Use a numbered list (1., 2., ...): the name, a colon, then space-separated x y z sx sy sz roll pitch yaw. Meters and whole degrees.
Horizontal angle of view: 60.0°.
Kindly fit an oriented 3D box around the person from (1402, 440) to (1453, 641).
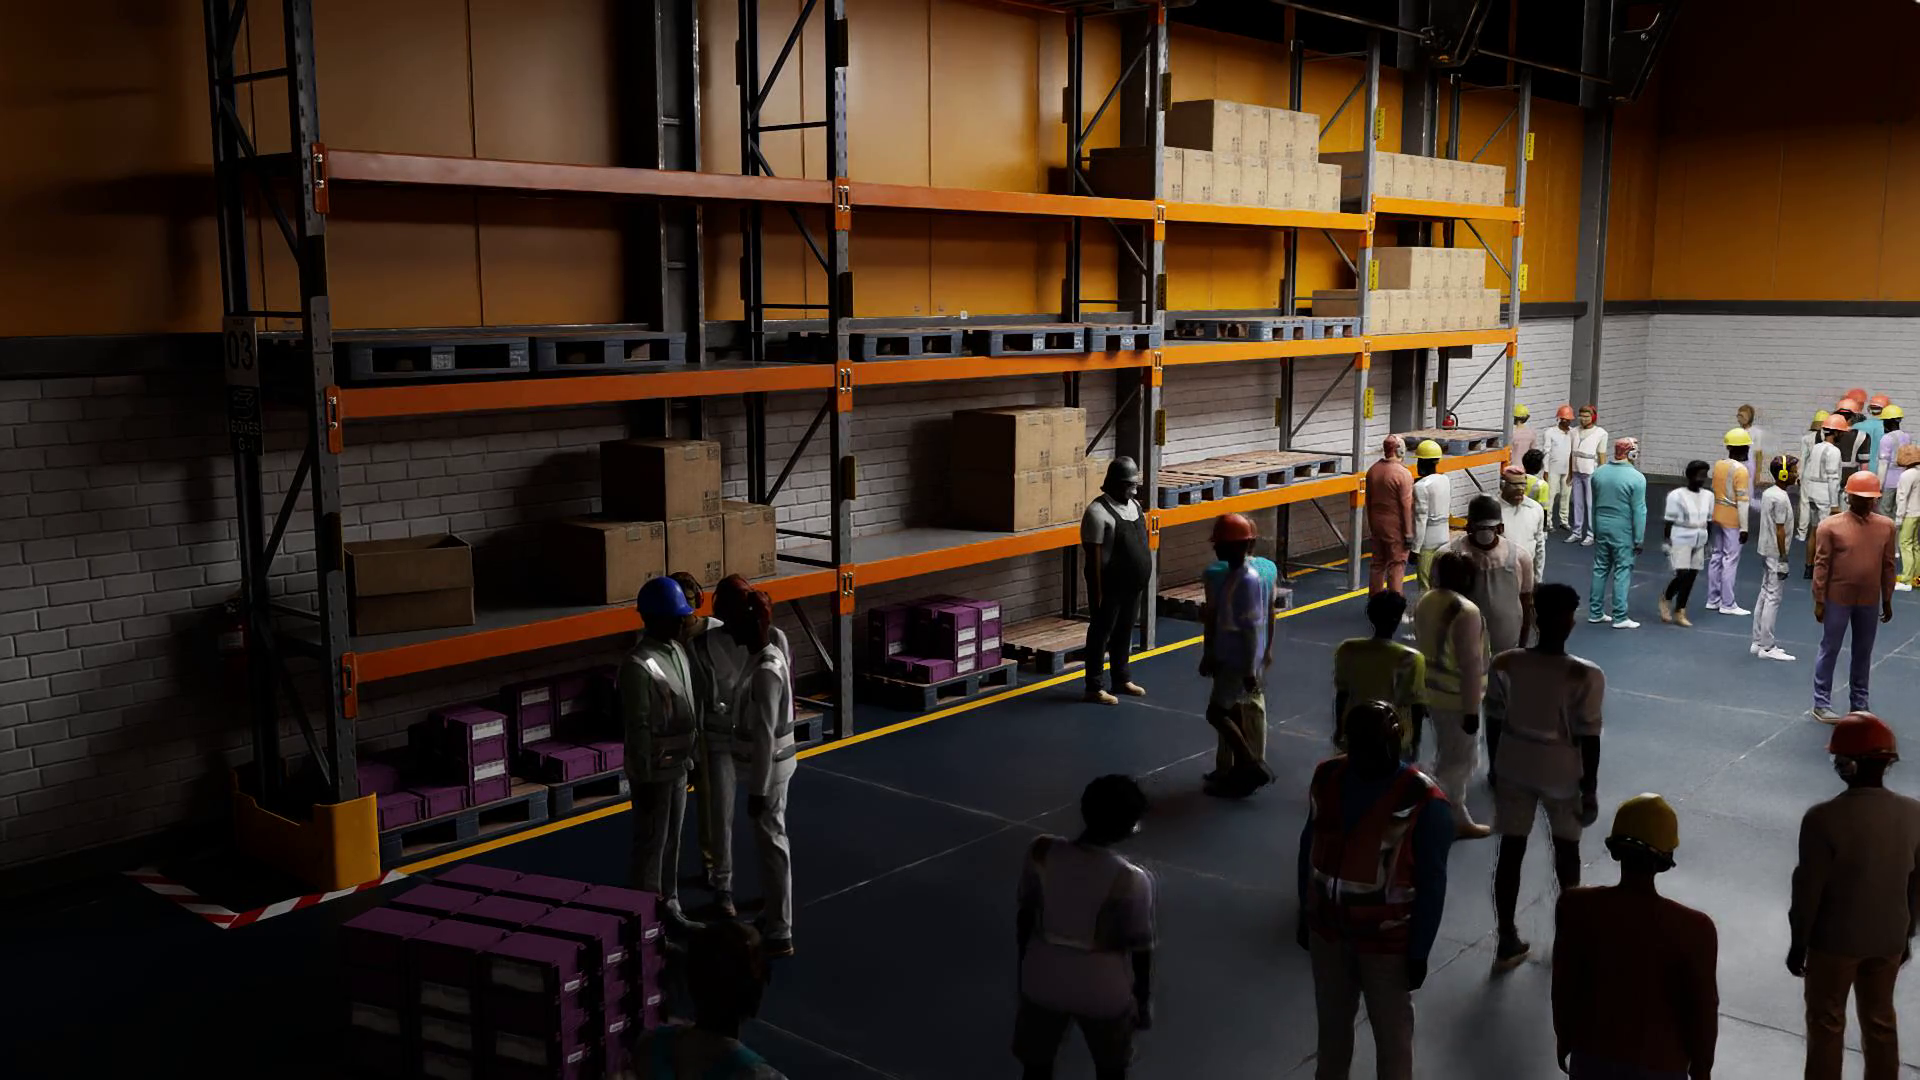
1. person: 4.455 0.013 15.855 0.381 1.928 0.587 9 12 44

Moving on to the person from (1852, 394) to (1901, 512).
1. person: 11.748 -0.876 21.384 0.621 1.989 0.398 8 12 41

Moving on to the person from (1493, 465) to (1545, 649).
1. person: 4.620 0.315 14.011 0.645 1.900 0.399 -1 9 -7

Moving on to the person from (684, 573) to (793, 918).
1. person: -1.192 1.107 8.997 0.589 1.866 0.347 -2 9 -16

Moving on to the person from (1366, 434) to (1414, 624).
1. person: 4.359 -0.114 16.728 0.407 1.913 0.641 -4 10 -25

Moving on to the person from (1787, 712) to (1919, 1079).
1. person: 3.525 1.541 6.596 0.570 1.743 0.351 -2 9 -11

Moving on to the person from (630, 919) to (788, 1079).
1. person: -0.622 1.862 4.380 0.520 1.793 0.978 4 10 25

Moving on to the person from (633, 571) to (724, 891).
1. person: -1.538 1.069 9.355 0.568 1.838 0.384 -2 9 -11

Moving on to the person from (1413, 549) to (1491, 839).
1. person: 2.939 0.964 10.096 0.635 1.816 0.652 -2 9 -11

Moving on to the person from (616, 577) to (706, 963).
1. person: -1.520 1.148 8.473 0.386 1.948 0.602 2 9 10

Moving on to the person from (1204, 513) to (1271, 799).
1. person: 1.793 0.773 10.976 0.407 1.920 0.543 0 9 3

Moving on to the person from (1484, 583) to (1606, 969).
1. person: 3.005 1.158 8.491 0.631 1.914 0.969 7 11 38

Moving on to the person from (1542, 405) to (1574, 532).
1. person: 8.270 -0.982 22.855 0.564 1.745 0.347 -2 9 -11

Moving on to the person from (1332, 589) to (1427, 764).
1. person: 2.378 1.117 9.494 0.551 1.683 0.424 6 11 33

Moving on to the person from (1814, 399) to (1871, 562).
1. person: 10.610 -0.688 20.062 0.612 2.031 0.403 5 10 29

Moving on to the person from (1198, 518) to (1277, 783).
1. person: 1.902 0.756 11.328 0.570 1.843 0.372 -4 10 -24

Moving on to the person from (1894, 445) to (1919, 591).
1. person: 10.553 -0.250 18.534 0.288 1.625 0.497 9 12 44

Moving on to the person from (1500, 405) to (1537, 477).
1. person: 7.579 -0.954 22.617 0.533 1.768 0.310 -4 10 -23

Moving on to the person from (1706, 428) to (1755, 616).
1. person: 7.949 -0.178 17.168 0.420 1.947 0.604 -1 9 -5

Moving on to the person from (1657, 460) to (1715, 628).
1. person: 7.221 0.037 16.461 0.540 1.679 0.366 -3 9 -16

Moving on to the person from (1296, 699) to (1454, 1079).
1. person: 1.563 1.515 6.448 0.429 1.844 0.627 -9 12 -44

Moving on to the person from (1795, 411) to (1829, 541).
1. person: 11.343 -0.845 22.020 0.490 1.734 0.326 2 9 15

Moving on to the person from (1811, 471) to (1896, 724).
1. person: 6.920 0.448 12.875 0.614 1.987 0.408 0 9 0

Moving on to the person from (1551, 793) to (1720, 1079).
1. person: 2.218 1.699 5.501 0.525 1.769 0.308 6 11 34

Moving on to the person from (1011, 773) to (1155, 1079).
1. person: 0.440 1.655 6.097 0.566 1.662 0.390 4 10 24

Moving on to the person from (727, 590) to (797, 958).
1. person: -1.004 1.181 8.483 0.339 1.881 0.576 -1 9 -9

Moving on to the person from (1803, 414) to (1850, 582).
1. person: 9.902 -0.471 18.995 0.389 1.925 0.549 1 9 5

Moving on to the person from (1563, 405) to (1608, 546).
1. person: 8.172 -0.843 21.678 0.394 1.836 0.561 -5 10 -27

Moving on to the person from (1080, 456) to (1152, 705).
1. person: 1.305 0.314 13.555 0.536 2.000 0.683 8 12 40

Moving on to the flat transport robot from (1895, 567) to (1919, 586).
1. flat transport robot: 11.343 0.386 18.774 1.431 0.197 0.652 -3 9 -20

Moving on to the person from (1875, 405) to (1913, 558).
1. person: 11.488 -0.709 20.562 0.597 1.912 0.399 -6 11 -34

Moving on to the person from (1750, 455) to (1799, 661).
1. person: 7.437 0.155 15.125 0.328 1.872 0.513 2 9 11

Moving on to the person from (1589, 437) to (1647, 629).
1. person: 6.550 -0.072 16.509 0.399 1.900 0.644 -5 10 -27

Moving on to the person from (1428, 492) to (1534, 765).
1. person: 3.519 0.673 11.236 0.682 2.000 0.535 1 9 9
